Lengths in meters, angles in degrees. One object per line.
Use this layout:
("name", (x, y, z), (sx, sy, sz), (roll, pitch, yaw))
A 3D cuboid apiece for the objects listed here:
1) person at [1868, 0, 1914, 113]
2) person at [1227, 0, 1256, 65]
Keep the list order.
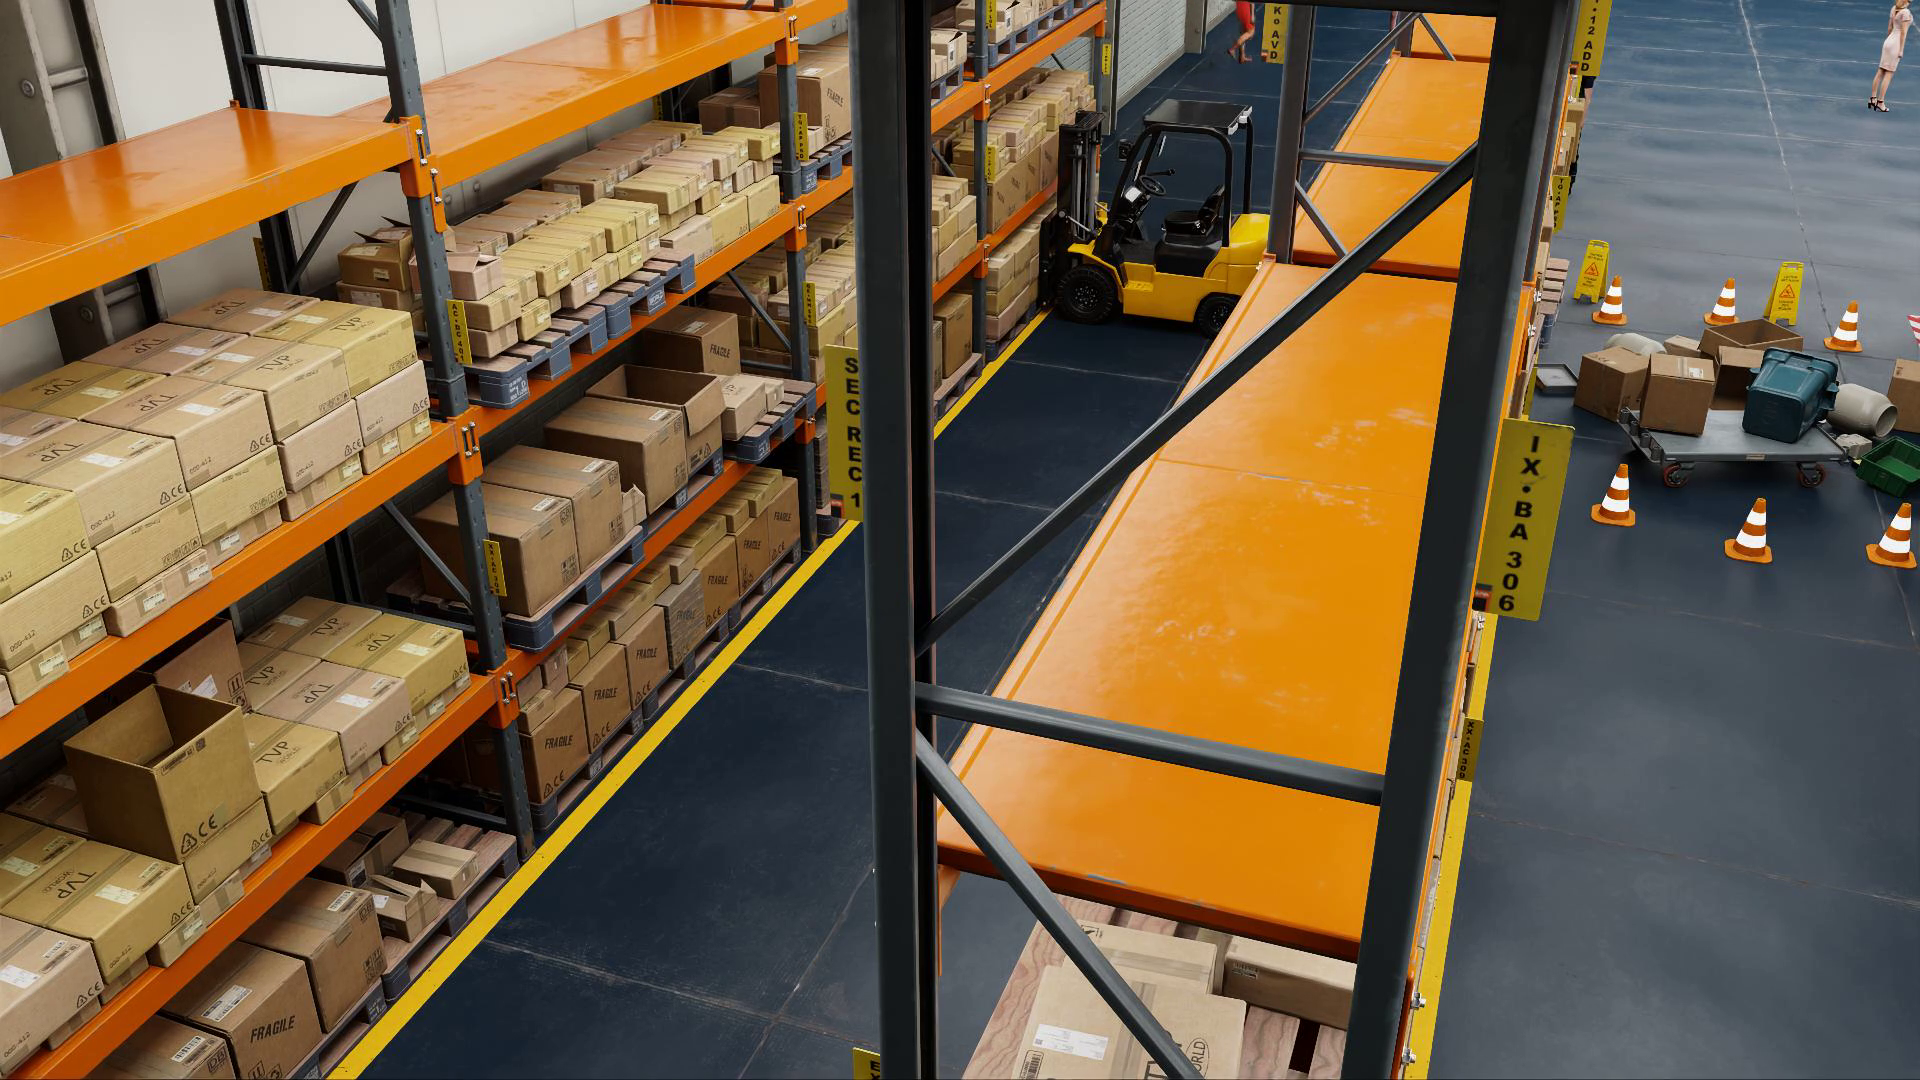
("person", (14.130, -7.453, 25.214), (0.698, 1.831, 0.562), (-1, 28, -2))
("person", (4.743, -8.873, 28.013), (0.929, 1.707, 0.866), (-13, 31, -23))
